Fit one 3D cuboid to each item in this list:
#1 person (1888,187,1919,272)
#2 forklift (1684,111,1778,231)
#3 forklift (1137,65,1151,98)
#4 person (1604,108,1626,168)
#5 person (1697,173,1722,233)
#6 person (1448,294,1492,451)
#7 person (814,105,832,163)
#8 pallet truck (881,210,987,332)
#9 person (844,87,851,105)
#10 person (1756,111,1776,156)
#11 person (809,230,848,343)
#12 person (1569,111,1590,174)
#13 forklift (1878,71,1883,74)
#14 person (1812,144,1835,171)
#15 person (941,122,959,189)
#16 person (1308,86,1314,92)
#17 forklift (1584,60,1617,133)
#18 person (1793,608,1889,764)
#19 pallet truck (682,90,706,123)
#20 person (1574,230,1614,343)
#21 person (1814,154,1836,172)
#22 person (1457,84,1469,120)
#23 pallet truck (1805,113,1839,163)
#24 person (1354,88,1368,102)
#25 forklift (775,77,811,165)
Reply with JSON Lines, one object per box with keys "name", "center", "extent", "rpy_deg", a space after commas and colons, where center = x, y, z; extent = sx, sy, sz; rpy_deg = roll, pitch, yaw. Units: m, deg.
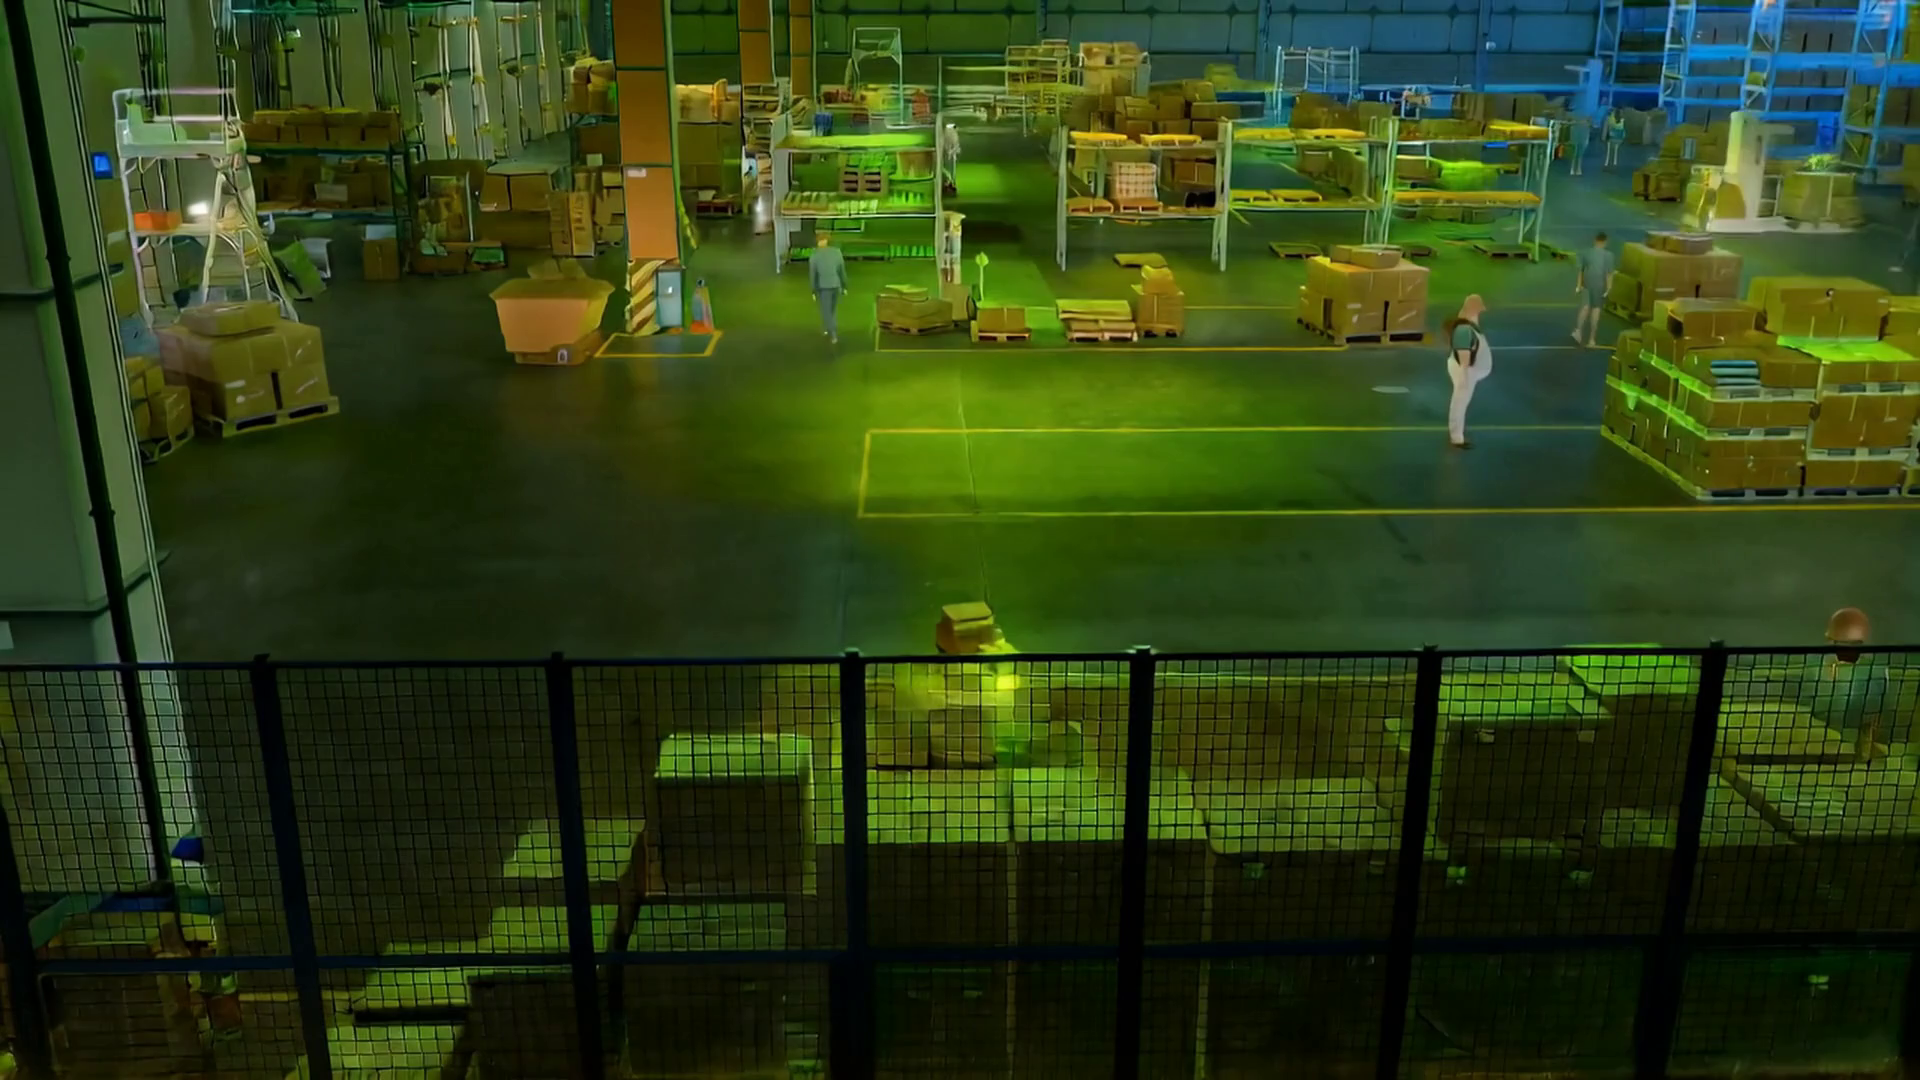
{"name": "person", "center": [20.067, -6.467, 34.685], "extent": [0.521, 1.838, 0.929], "rpy_deg": [-14, 23, -35]}
{"name": "forklift", "center": [19.028, -9.048, 40.714], "extent": [1.873, 2.768, 1.129], "rpy_deg": [-1, 19, -2]}
{"name": "forklift", "center": [6.899, -16.526, 62.896], "extent": [1.873, 2.768, 1.129], "rpy_deg": [4, 19, 13]}
{"name": "person", "center": [21.361, -13.119, 54.274], "extent": [0.596, 1.915, 0.374], "rpy_deg": [5, 19, 15]}
{"name": "person", "center": [16.102, -6.922, 35.842], "extent": [0.394, 1.958, 0.599], "rpy_deg": [2, 19, 7]}
{"name": "person", "center": [6.641, -2.199, 21.687], "extent": [0.536, 2.000, 0.677], "rpy_deg": [5, 19, 14]}
{"name": "person", "center": [-4.568, -13.558, 55.599], "extent": [0.613, 1.900, 0.649], "rpy_deg": [-3, 19, -10]}
{"name": "pallet truck", "center": [-0.493, -4.759, 29.349], "extent": [1.885, 1.965, 0.823], "rpy_deg": [-13, 23, -34]}
{"name": "person", "center": [-4.612, -17.683, 68.151], "extent": [0.320, 1.698, 0.531], "rpy_deg": [-6, 20, -18]}
{"name": "person", "center": [26.454, -13.076, 54.327], "extent": [0.914, 1.803, 0.632], "rpy_deg": [3, 19, 8]}
{"name": "person", "center": [-2.215, -4.310, 28.248], "extent": [0.623, 1.862, 0.987], "rpy_deg": [-9, 20, -24]}
{"name": "person", "center": [19.546, -12.528, 52.491], "extent": [0.351, 1.936, 0.635], "rpy_deg": [-13, 23, -34]}
{"name": "forklift", "center": [32.120, -15.168, 58.869], "extent": [1.129, 2.768, 1.873], "rpy_deg": [-1, 19, -1]}
{"name": "person", "center": [23.237, -9.813, 44.812], "extent": [0.550, 1.683, 0.366], "rpy_deg": [9, 21, 25]}
{"name": "person", "center": [-0.310, -11.266, 48.753], "extent": [0.628, 1.935, 0.373], "rpy_deg": [-15, 24, -38]}
{"name": "person", "center": [13.655, -16.874, 65.407], "extent": [0.711, 1.923, 0.642], "rpy_deg": [5, 19, 15]}
{"name": "forklift", "center": [25.104, -17.621, 66.146], "extent": [1.873, 2.768, 1.129], "rpy_deg": [-1, 19, -2]}
{"name": "person", "center": [5.888, 1.370, 11.258], "extent": [0.552, 1.935, 0.365], "rpy_deg": [17, 25, 41]}
{"name": "pallet truck", "center": [-9.671, -15.907, 62.421], "extent": [0.823, 1.965, 1.885], "rpy_deg": [5, 19, 15]}
{"name": "person", "center": [10.605, -4.221, 27.896], "extent": [0.576, 1.907, 0.708], "rpy_deg": [10, 21, 27]}
{"name": "person", "center": [22.326, -9.161, 43.014], "extent": [0.527, 1.605, 0.810], "rpy_deg": [8, 20, 22]}
{"name": "person", "center": [20.065, -17.203, 66.365], "extent": [0.377, 1.932, 0.548], "rpy_deg": [-10, 21, -26]}
{"name": "pallet truck", "center": [26.403, -11.957, 50.702], "extent": [0.823, 1.965, 1.885], "rpy_deg": [6, 19, 16]}
{"name": "person", "center": [15.345, -16.245, 63.469], "extent": [0.659, 1.958, 0.855], "rpy_deg": [-6, 20, -18]}
{"name": "forklift", "center": [-5.920, -13.893, 55.085], "extent": [1.873, 2.768, 1.129], "rpy_deg": [-1, 19, -1]}
